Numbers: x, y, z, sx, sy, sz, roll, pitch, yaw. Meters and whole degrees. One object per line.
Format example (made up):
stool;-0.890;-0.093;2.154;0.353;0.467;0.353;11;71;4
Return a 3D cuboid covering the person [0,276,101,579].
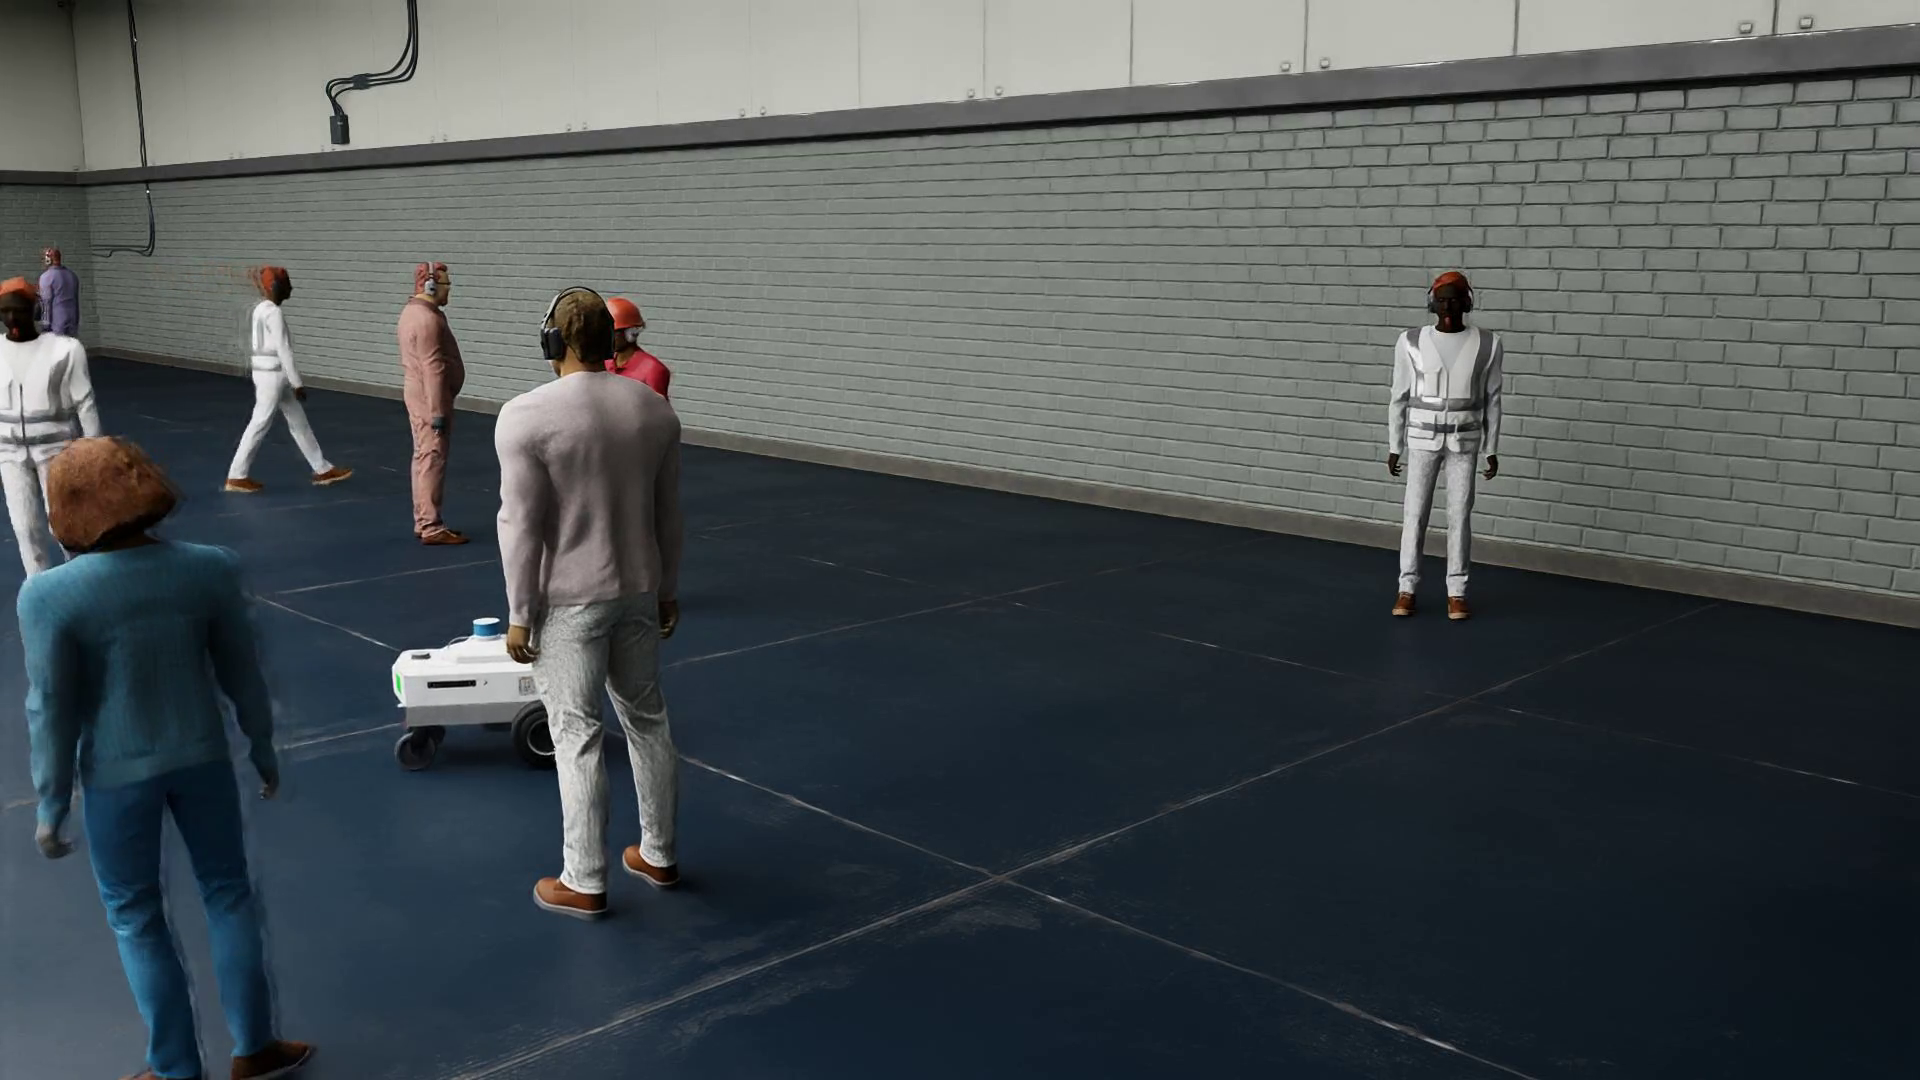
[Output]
person;-4.815;-0.435;8.688;0.609;1.869;0.460;-2;11;-12

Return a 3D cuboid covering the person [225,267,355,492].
person;-5.560;-1.307;13.574;1.031;1.825;0.596;-6;12;-28

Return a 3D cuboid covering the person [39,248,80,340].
person;-12.203;-2.988;22.532;0.401;1.900;0.641;2;11;12

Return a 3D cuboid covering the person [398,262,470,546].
person;-3.535;-0.913;11.215;0.402;1.902;0.640;-5;12;-27

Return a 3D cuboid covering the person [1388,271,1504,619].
person;2.624;-0.506;9.031;0.586;1.882;0.340;3;11;15

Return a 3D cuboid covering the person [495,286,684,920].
person;-1.125;0.187;5.169;0.390;1.927;0.645;9;14;40

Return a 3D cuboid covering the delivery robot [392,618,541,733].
delivery robot;-1.875;0.554;6.622;0.707;0.478;0.477;-2;11;-9

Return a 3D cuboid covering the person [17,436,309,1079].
person;-1.887;0.558;3.954;0.358;1.616;0.574;9;14;40

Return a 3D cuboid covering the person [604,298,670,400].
person;-1.815;-0.450;9.122;0.576;1.742;0.363;9;14;39
